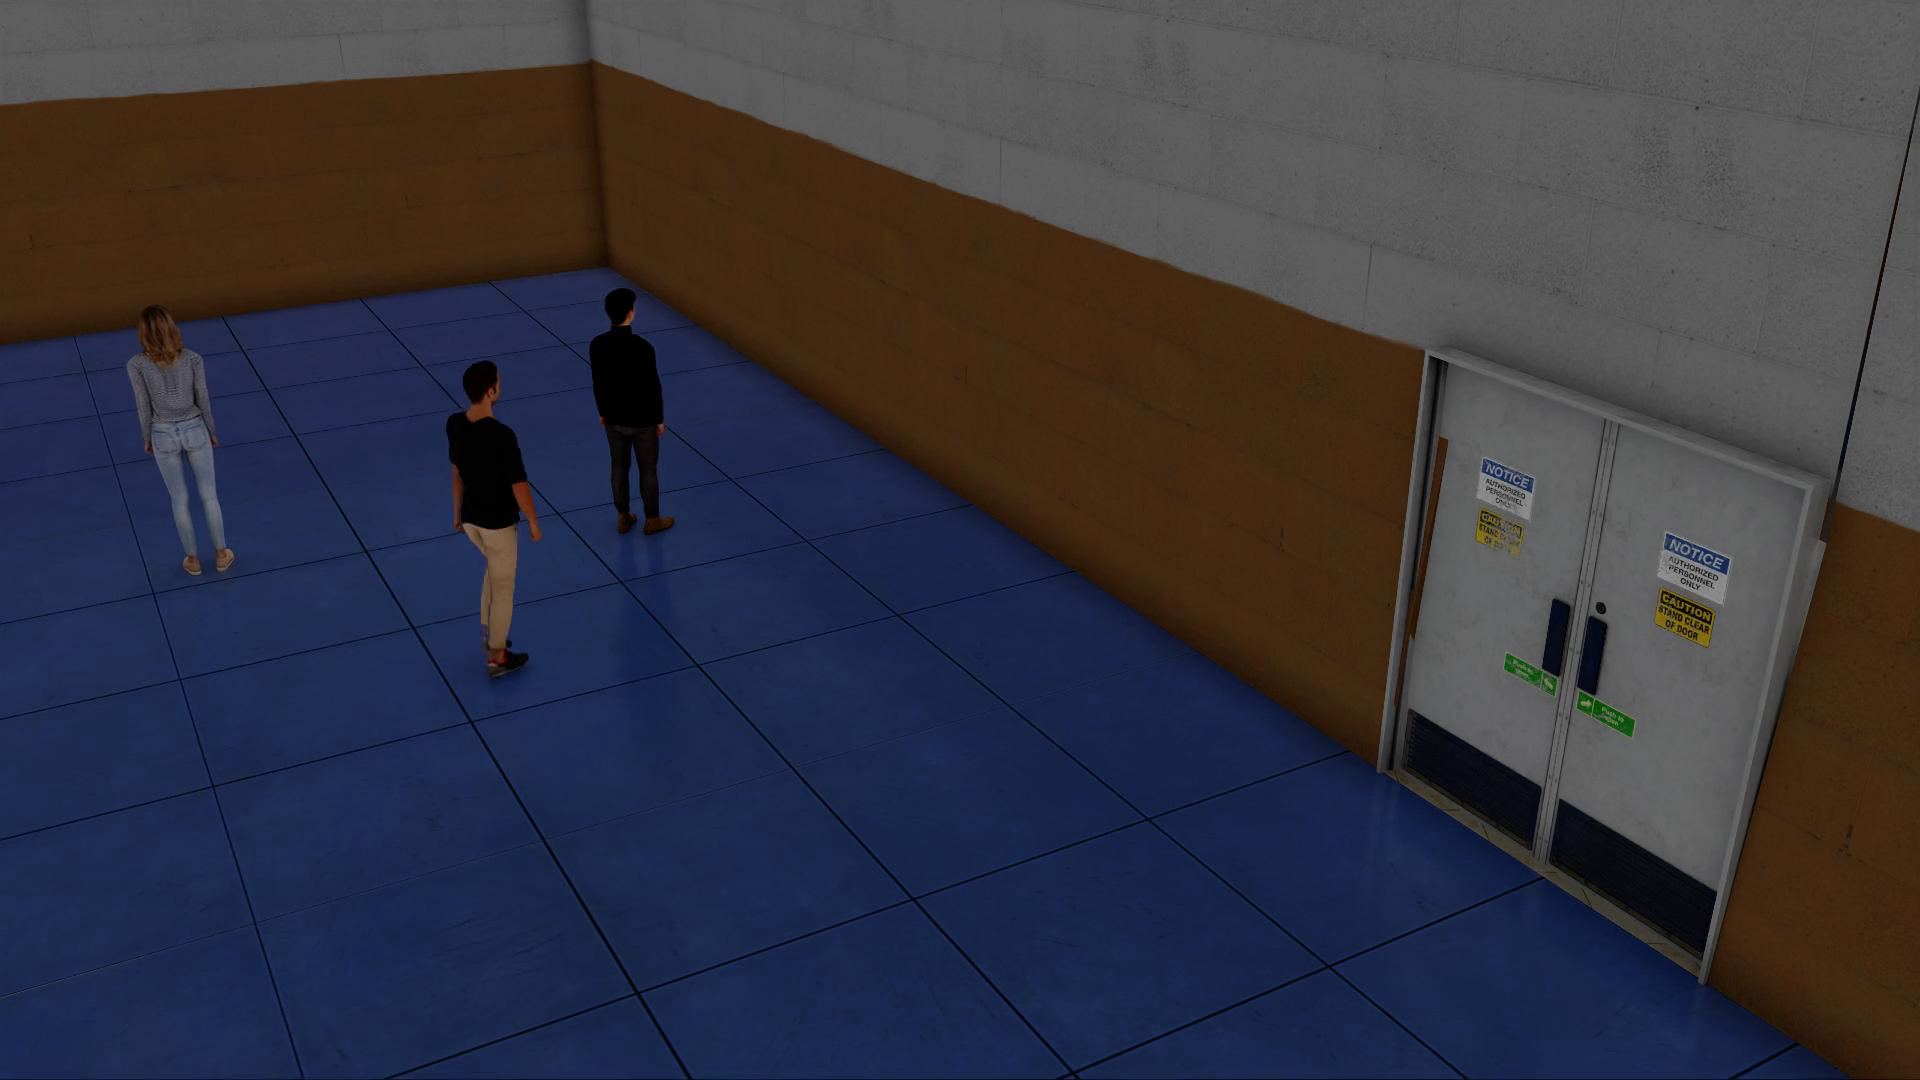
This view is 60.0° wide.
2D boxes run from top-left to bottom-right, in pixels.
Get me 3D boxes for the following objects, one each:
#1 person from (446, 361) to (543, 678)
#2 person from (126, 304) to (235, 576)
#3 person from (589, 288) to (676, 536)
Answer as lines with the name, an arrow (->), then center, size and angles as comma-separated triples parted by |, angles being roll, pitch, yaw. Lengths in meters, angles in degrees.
person -> -2.695, -0.077, 9.330 | 0.787, 1.838, 0.809 | 13, 27, 26
person -> -5.020, -0.642, 10.708 | 0.449, 1.795, 0.657 | -11, 26, -24
person -> -2.243, -0.868, 11.315 | 0.716, 1.723, 0.768 | 7, 25, 15
